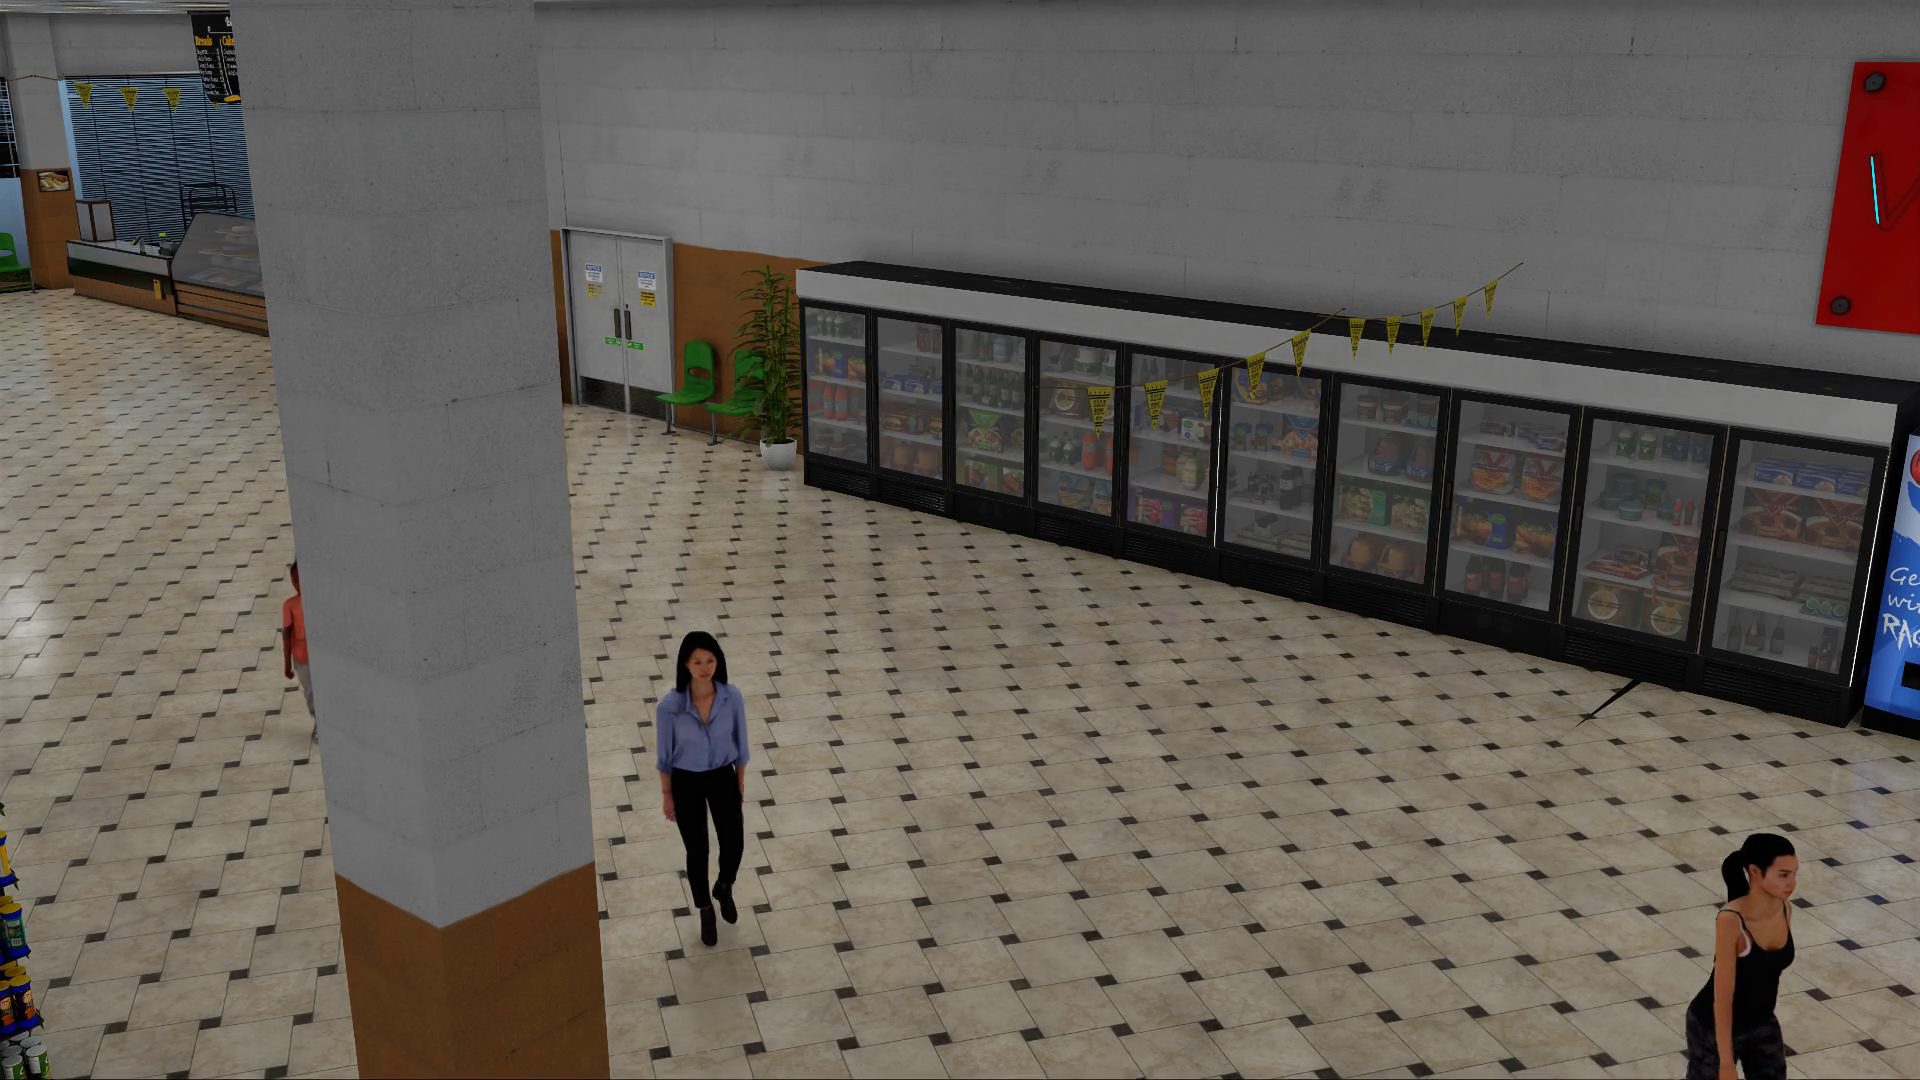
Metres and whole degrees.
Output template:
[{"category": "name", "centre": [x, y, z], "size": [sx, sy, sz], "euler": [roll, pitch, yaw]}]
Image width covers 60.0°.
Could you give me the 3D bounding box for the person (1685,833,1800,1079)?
[{"category": "person", "centre": [2.983, 1.915, 6.613], "size": [0.845, 1.710, 0.840], "euler": [-7, 18, -22]}]

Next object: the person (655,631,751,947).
[{"category": "person", "centre": [-1.351, 1.273, 8.685], "size": [0.758, 1.734, 0.841], "euler": [-5, 18, -16]}]
